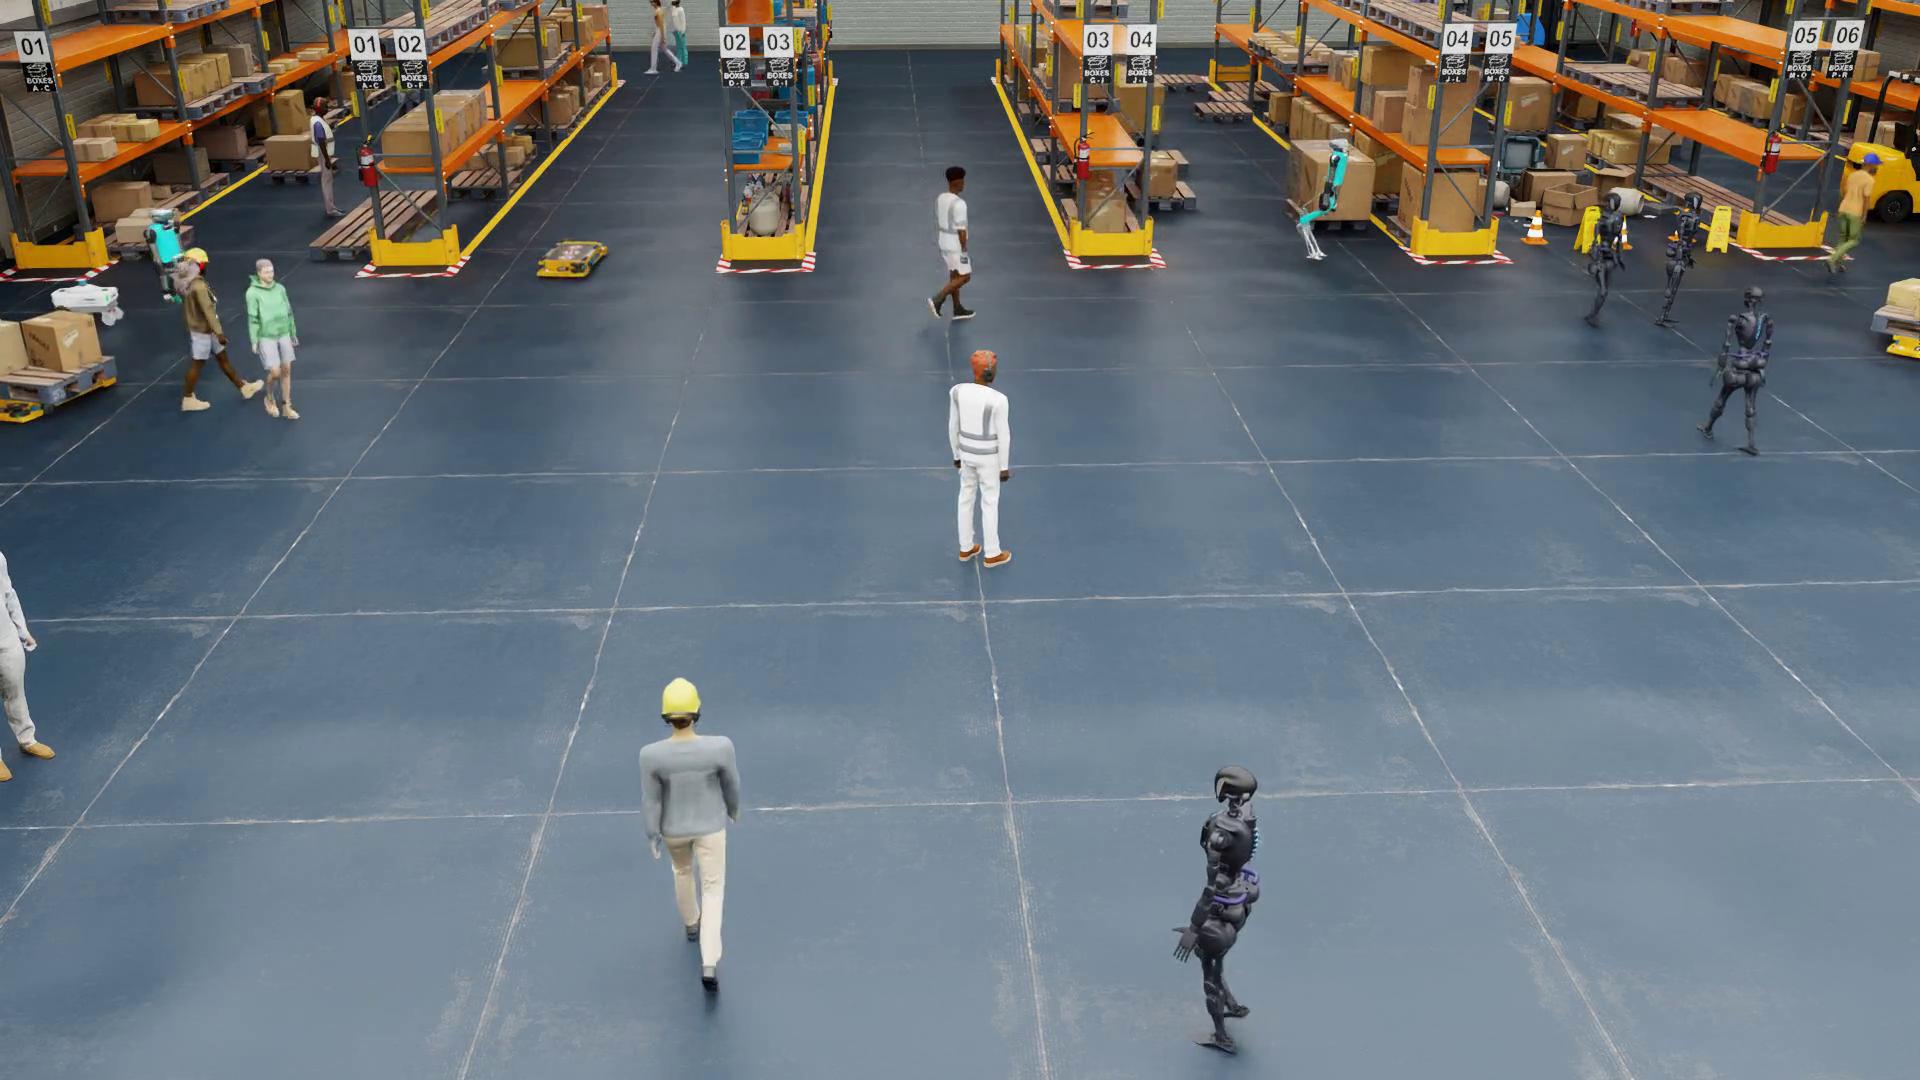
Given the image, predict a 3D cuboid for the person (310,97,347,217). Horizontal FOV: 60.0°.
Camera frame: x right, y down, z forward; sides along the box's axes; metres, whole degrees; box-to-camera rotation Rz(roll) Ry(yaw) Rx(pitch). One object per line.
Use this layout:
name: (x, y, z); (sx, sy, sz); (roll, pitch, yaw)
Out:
person: (-9.918, -5.974, 25.966); (0.389, 1.837, 0.562); (-9, 25, -19)

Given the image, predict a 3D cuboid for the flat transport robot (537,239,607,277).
flat transport robot: (-5.440, -3.951, 23.351); (0.659, 0.231, 1.431); (1, 24, 1)

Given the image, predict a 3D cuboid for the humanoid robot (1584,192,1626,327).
humanoid robot: (8.012, -3.456, 20.521); (0.589, 1.650, 0.468); (-16, 29, -32)

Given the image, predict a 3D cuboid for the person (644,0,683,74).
person: (-7.123, -12.084, 39.710); (0.856, 1.832, 0.478); (-1, 24, -3)

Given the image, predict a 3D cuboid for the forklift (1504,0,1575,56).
forklift: (14.700, -13.805, 42.301); (1.873, 2.768, 1.129); (-1, 24, -2)

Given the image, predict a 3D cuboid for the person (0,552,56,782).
person: (-6.430, 0.667, 10.978); (0.355, 1.896, 0.558); (13, 27, 26)

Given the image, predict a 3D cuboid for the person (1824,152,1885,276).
person: (12.133, -4.434, 22.680); (0.652, 1.689, 0.479); (-9, 26, -19)

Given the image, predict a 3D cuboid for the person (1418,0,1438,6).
person: (11.874, -13.184, 42.238); (0.633, 1.789, 0.484); (21, 32, 39)

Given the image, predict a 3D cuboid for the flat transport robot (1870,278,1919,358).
flat transport robot: (11.654, -2.406, 19.878); (0.659, 0.231, 1.431); (21, 31, 39)

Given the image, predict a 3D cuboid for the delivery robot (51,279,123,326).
delivery robot: (-10.940, -2.954, 20.783); (0.815, 0.614, 0.499); (-2, 24, -4)

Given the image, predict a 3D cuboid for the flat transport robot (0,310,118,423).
flat transport robot: (-9.950, -1.601, 18.070); (0.659, 0.231, 1.431); (6, 25, 13)

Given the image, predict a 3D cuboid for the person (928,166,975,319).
person: (-0.107, -3.661, 20.631); (0.634, 1.950, 0.622); (-13, 27, -27)

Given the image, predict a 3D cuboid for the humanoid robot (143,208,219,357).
humanoid robot: (-8.913, -2.922, 19.287); (0.715, 1.832, 0.556); (5, 24, 11)

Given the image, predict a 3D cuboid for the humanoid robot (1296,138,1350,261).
humanoid robot: (5.020, -4.790, 23.304); (0.741, 1.688, 0.531); (13, 27, 27)

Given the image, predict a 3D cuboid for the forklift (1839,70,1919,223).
forklift: (15.132, -6.143, 25.915); (2.313, 2.155, 1.214); (-1, 24, -2)

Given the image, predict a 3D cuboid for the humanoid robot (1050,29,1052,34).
humanoid robot: (2.555, -12.673, 41.167); (0.551, 1.801, 0.833); (-16, 29, -32)

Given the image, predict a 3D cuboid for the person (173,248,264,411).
person: (-8.032, -2.257, 17.787); (0.908, 1.698, 0.614); (-16, 28, -31)

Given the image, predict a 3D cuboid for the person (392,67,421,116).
person: (-10.872, -8.908, 32.774); (0.552, 1.643, 0.859); (0, 24, 0)

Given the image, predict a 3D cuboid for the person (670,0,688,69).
person: (-6.852, -12.387, 40.469); (0.326, 1.763, 0.523); (-16, 29, -32)

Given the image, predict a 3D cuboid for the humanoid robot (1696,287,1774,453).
humanoid robot: (7.838, -1.729, 16.669); (0.596, 1.623, 0.761); (-6, 25, -14)

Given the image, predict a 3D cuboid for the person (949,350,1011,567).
person: (0.174, -0.686, 14.028); (0.573, 1.884, 0.359); (16, 29, 32)

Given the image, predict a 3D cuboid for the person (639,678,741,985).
person: (-1.466, 1.583, 9.111); (0.519, 1.732, 0.812); (-1, 24, -2)

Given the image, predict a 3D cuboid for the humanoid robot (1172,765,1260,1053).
humanoid robot: (1.323, 1.887, 8.499); (0.350, 1.656, 0.599); (13, 27, 27)

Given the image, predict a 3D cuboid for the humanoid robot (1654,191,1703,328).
humanoid robot: (8.910, -3.481, 20.545); (0.315, 1.657, 0.599); (17, 29, 34)

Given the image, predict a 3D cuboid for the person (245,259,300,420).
person: (-7.141, -2.079, 17.340); (0.394, 1.725, 0.508); (17, 29, 33)
